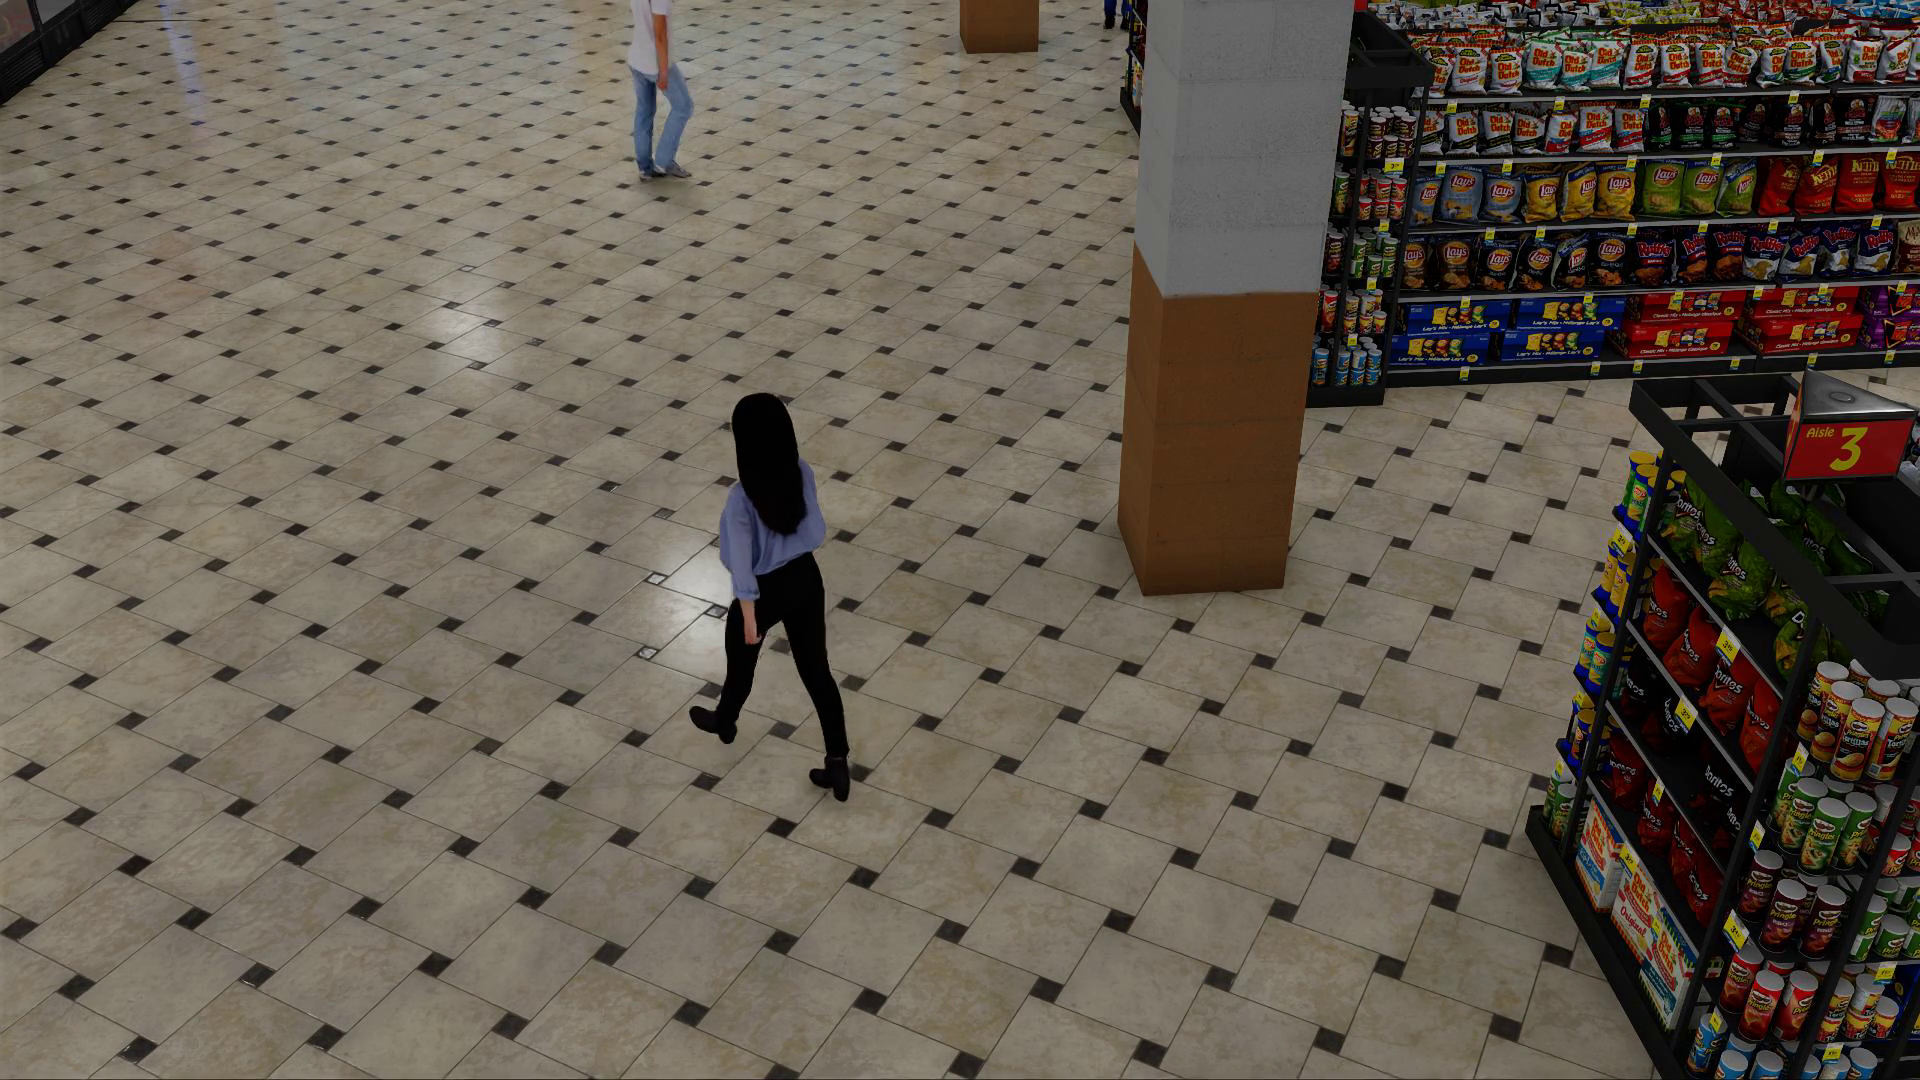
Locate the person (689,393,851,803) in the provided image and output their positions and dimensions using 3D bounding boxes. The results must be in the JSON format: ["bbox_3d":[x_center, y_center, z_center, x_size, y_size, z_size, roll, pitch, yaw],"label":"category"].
[{"bbox_3d":[-0.631,0.283,6.408,1.142,1.705,1.098,25,40,34],"label":"person"}]

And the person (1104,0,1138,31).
[{"bbox_3d":[1.597,-5.965,16.335,0.747,1.825,0.843,10,33,15],"label":"person"}]

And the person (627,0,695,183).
[{"bbox_3d":[-2.380,-3.578,12.483,0.850,1.842,0.809,-26,40,-35],"label":"person"}]
